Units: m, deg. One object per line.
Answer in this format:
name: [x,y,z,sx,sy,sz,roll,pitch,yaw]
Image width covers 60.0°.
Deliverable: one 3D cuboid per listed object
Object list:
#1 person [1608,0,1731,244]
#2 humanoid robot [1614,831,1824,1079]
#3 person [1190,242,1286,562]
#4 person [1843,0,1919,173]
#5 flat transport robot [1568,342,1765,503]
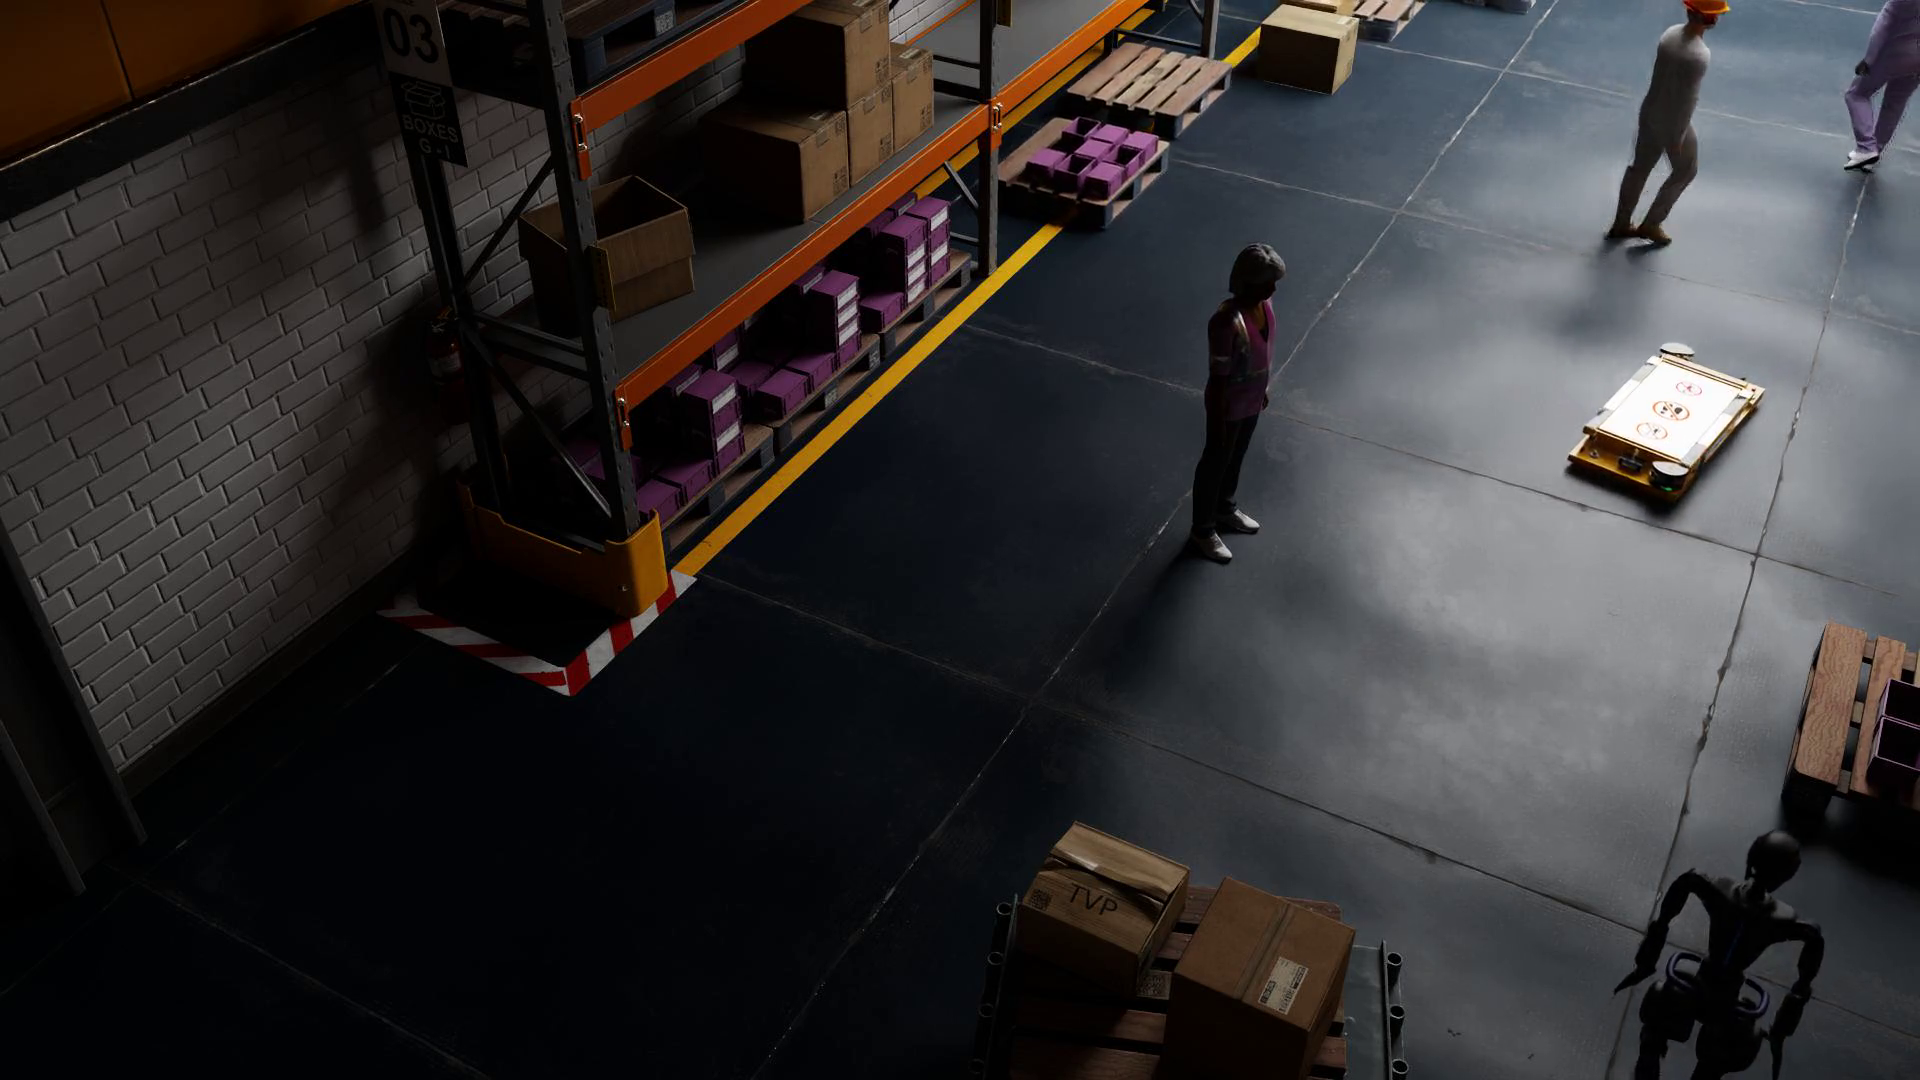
person: [4.985,-2.958,11.636,0.533,1.874,0.574,-8,39,-10]
humanoid robot: [2.736,1.654,6.048,0.602,1.621,0.730,24,44,27]
person: [1.491,-0.747,8.890,0.338,1.847,0.507,26,45,28]
person: [7.064,-3.646,12.474,0.675,1.893,0.436,-4,39,-5]
flat transport robot: [4.331,-0.737,10.141,0.659,0.231,1.431,28,46,30]
